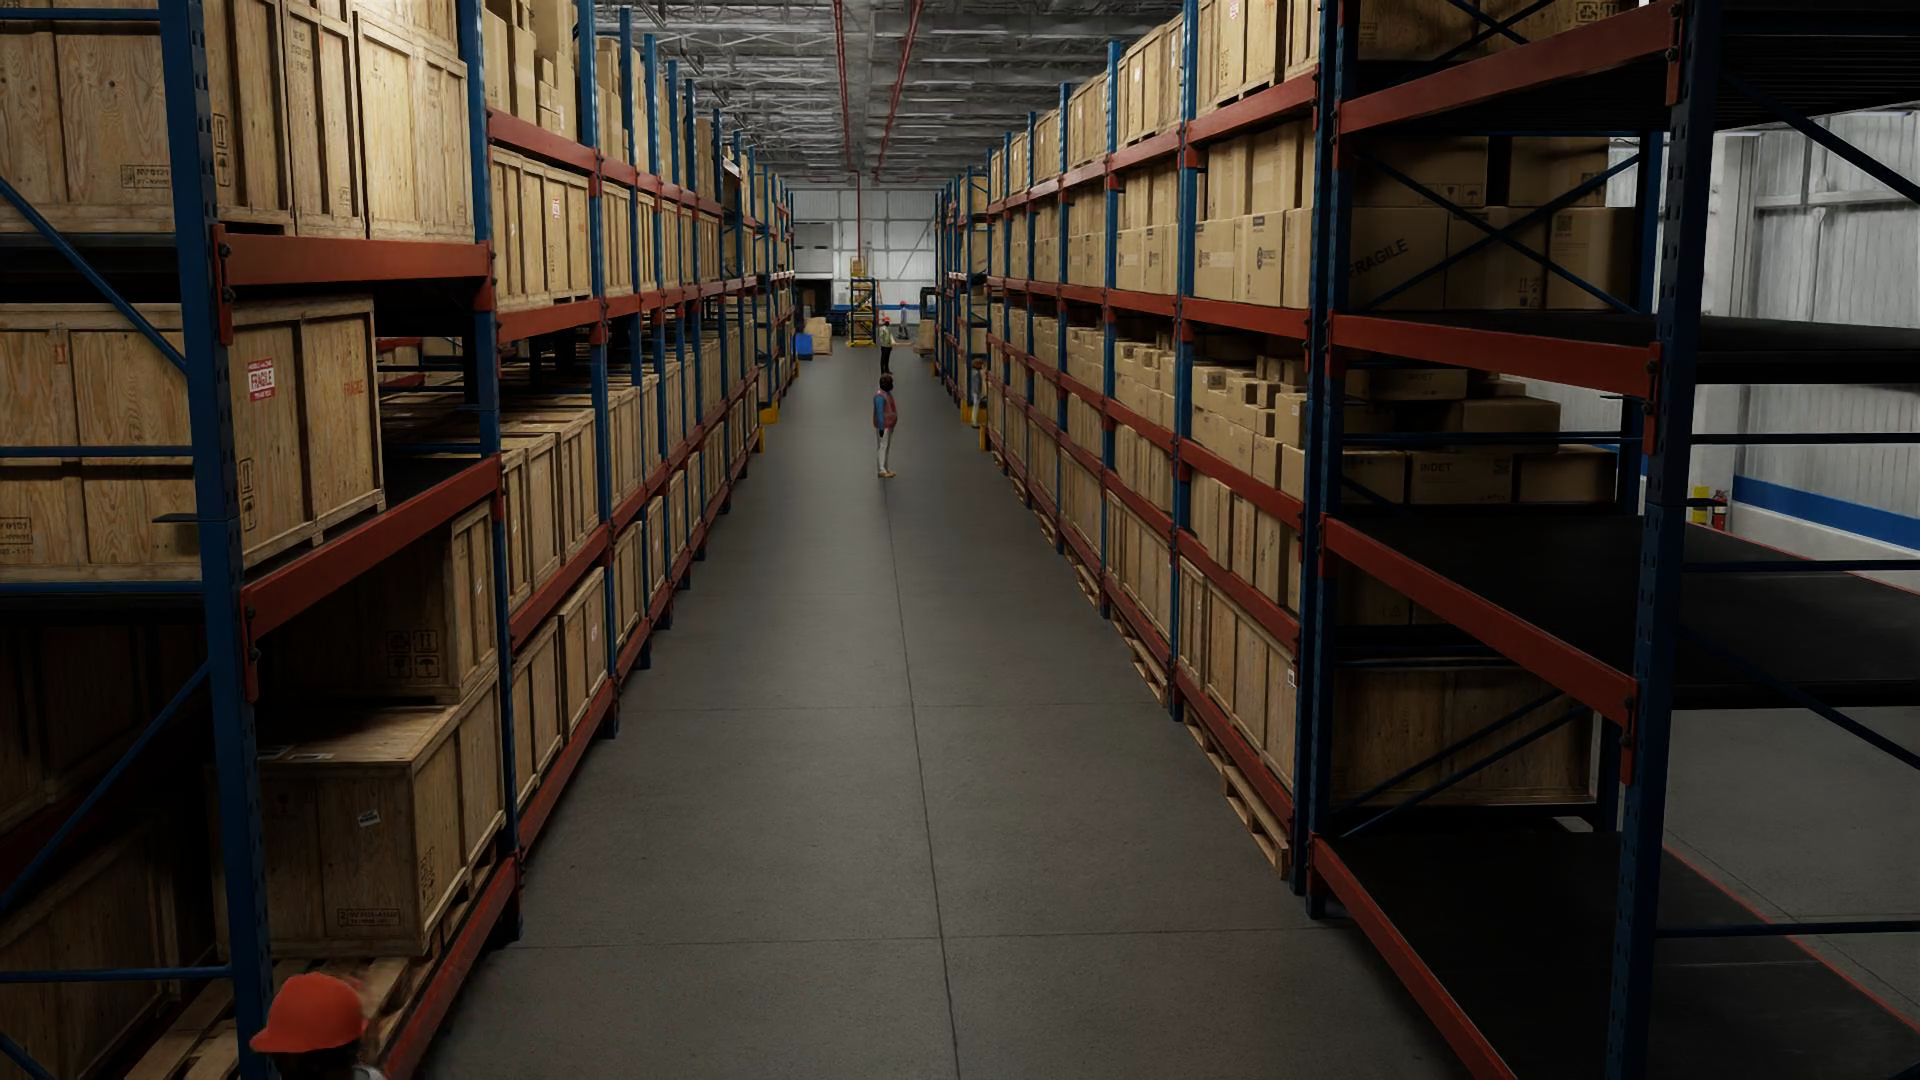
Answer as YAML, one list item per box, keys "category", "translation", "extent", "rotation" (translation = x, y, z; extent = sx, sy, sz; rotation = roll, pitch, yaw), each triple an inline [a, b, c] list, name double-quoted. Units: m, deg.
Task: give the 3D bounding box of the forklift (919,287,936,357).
- category: "forklift"
  translation: [-1.079, -8.845, 67.305]
  extent: [1.129, 2.768, 1.873]
  rotation: [-1, 10, -3]

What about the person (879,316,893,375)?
- category: "person"
  translation: [-2.512, -6.612, 56.603]
  extent: [0.381, 1.993, 0.622]
  rotation: [5, 11, 29]

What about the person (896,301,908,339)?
- category: "person"
  translation: [-2.905, -10.872, 82.320]
  extent: [0.785, 1.911, 0.547]
  rotation: [-1, 10, -6]

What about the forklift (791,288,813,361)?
- category: "forklift"
  translation: [-6.427, -8.288, 63.973]
  extent: [1.129, 2.768, 1.873]
  rotation: [-4, 10, -22]

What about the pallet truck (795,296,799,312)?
- category: "pallet truck"
  translation: [-8.622, -12.439, 91.403]
  extent: [1.885, 1.965, 0.823]
  rotation: [2, 10, 13]

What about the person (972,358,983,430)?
- category: "person"
  translation: [0.401, -3.359, 38.248]
  extent: [0.268, 1.632, 0.506]
  rotation: [0, 10, -1]

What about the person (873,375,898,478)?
- category: "person"
  translation: [-1.326, -2.027, 29.704]
  extent: [0.430, 1.838, 0.622]
  rotation: [2, 10, 12]

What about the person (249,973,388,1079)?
- category: "person"
  translation: [-1.790, 2.126, 4.724]
  extent: [1.011, 1.883, 0.566]
  rotation: [-1, 10, -3]
